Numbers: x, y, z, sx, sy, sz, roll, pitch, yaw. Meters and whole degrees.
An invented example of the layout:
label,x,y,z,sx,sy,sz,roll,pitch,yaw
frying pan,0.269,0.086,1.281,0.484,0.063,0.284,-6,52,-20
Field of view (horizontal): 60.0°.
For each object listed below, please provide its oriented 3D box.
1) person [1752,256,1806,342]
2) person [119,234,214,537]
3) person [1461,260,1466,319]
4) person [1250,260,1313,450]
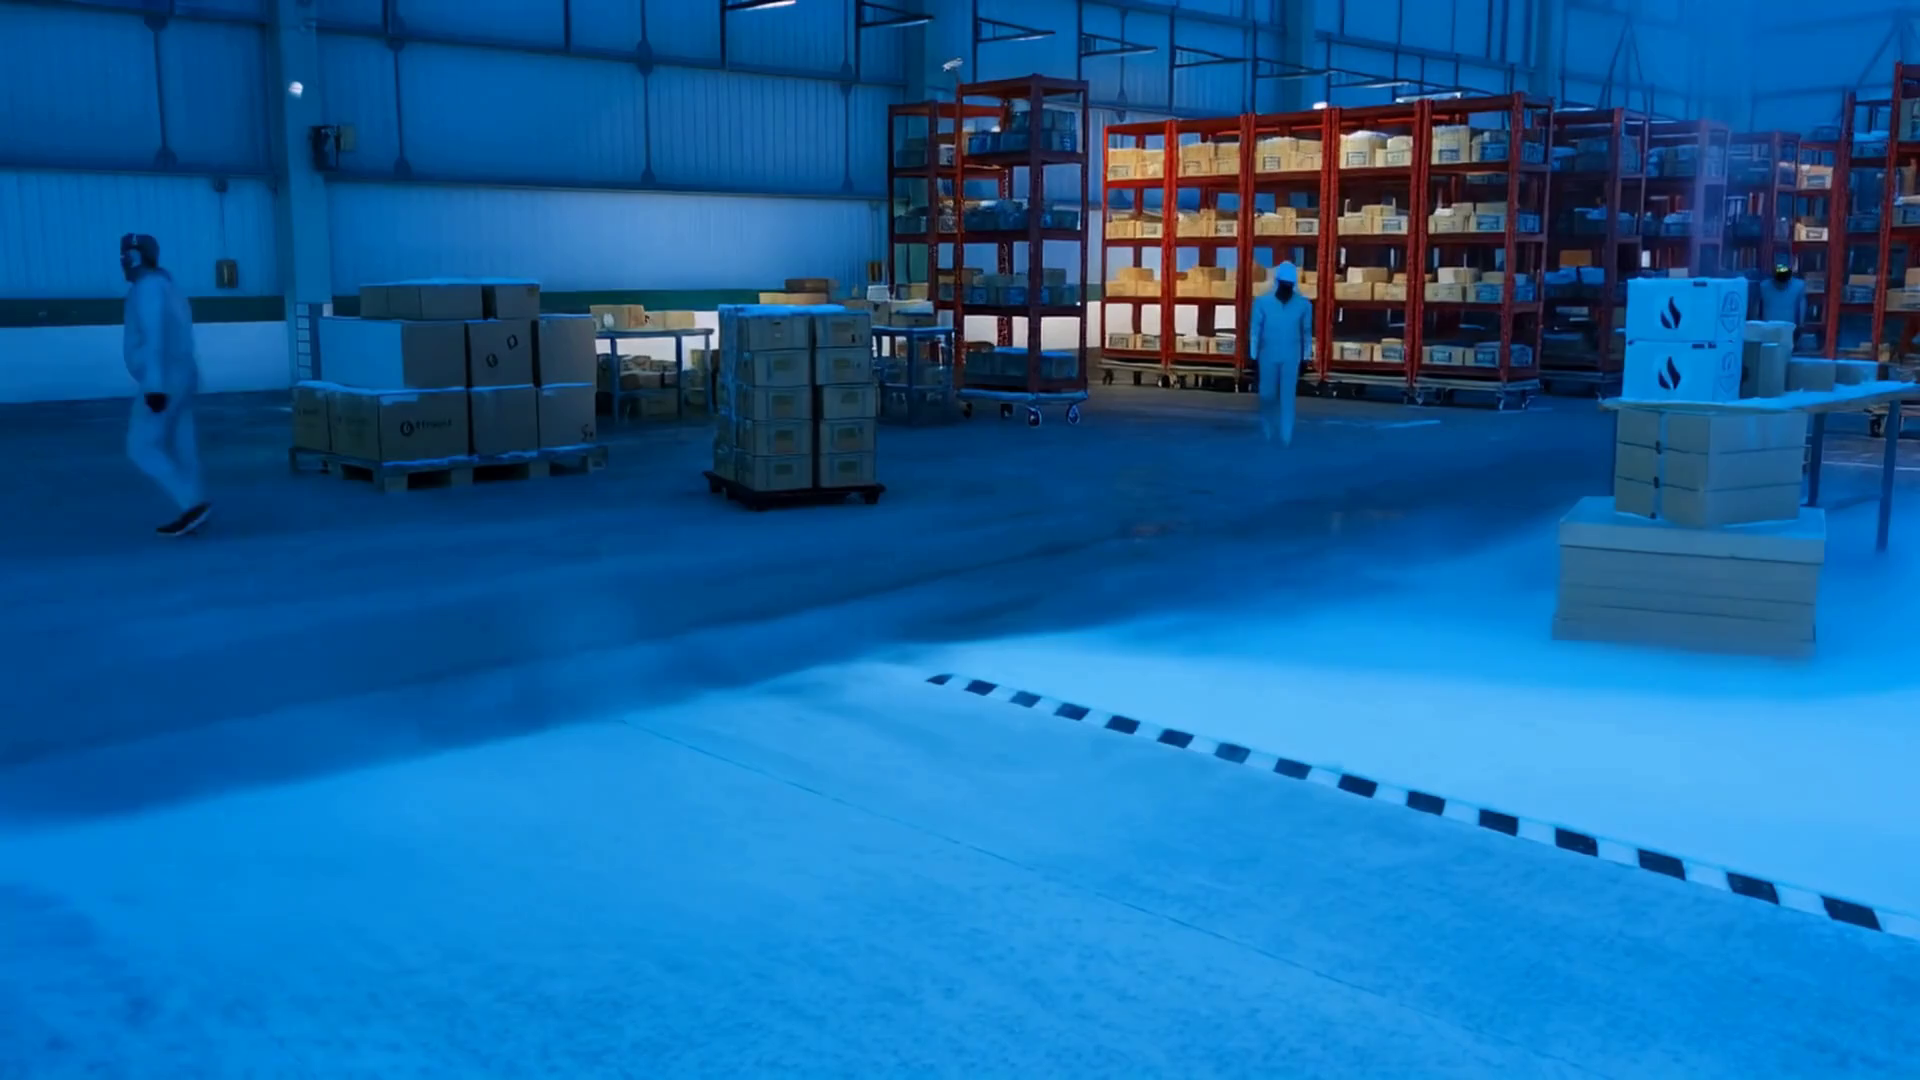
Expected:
label,x,y,z,sx,sy,sz,roll,pitch,yaw
person,10.464,-2.725,21.280,0.587,1.802,0.776,5,11,28
person,-4.933,-0.943,10.297,0.435,1.878,0.667,-1,10,-7
person,10.525,-5.028,35.122,0.618,1.786,0.911,6,11,31
person,2.975,-1.727,15.436,0.565,1.730,0.741,2,10,11
